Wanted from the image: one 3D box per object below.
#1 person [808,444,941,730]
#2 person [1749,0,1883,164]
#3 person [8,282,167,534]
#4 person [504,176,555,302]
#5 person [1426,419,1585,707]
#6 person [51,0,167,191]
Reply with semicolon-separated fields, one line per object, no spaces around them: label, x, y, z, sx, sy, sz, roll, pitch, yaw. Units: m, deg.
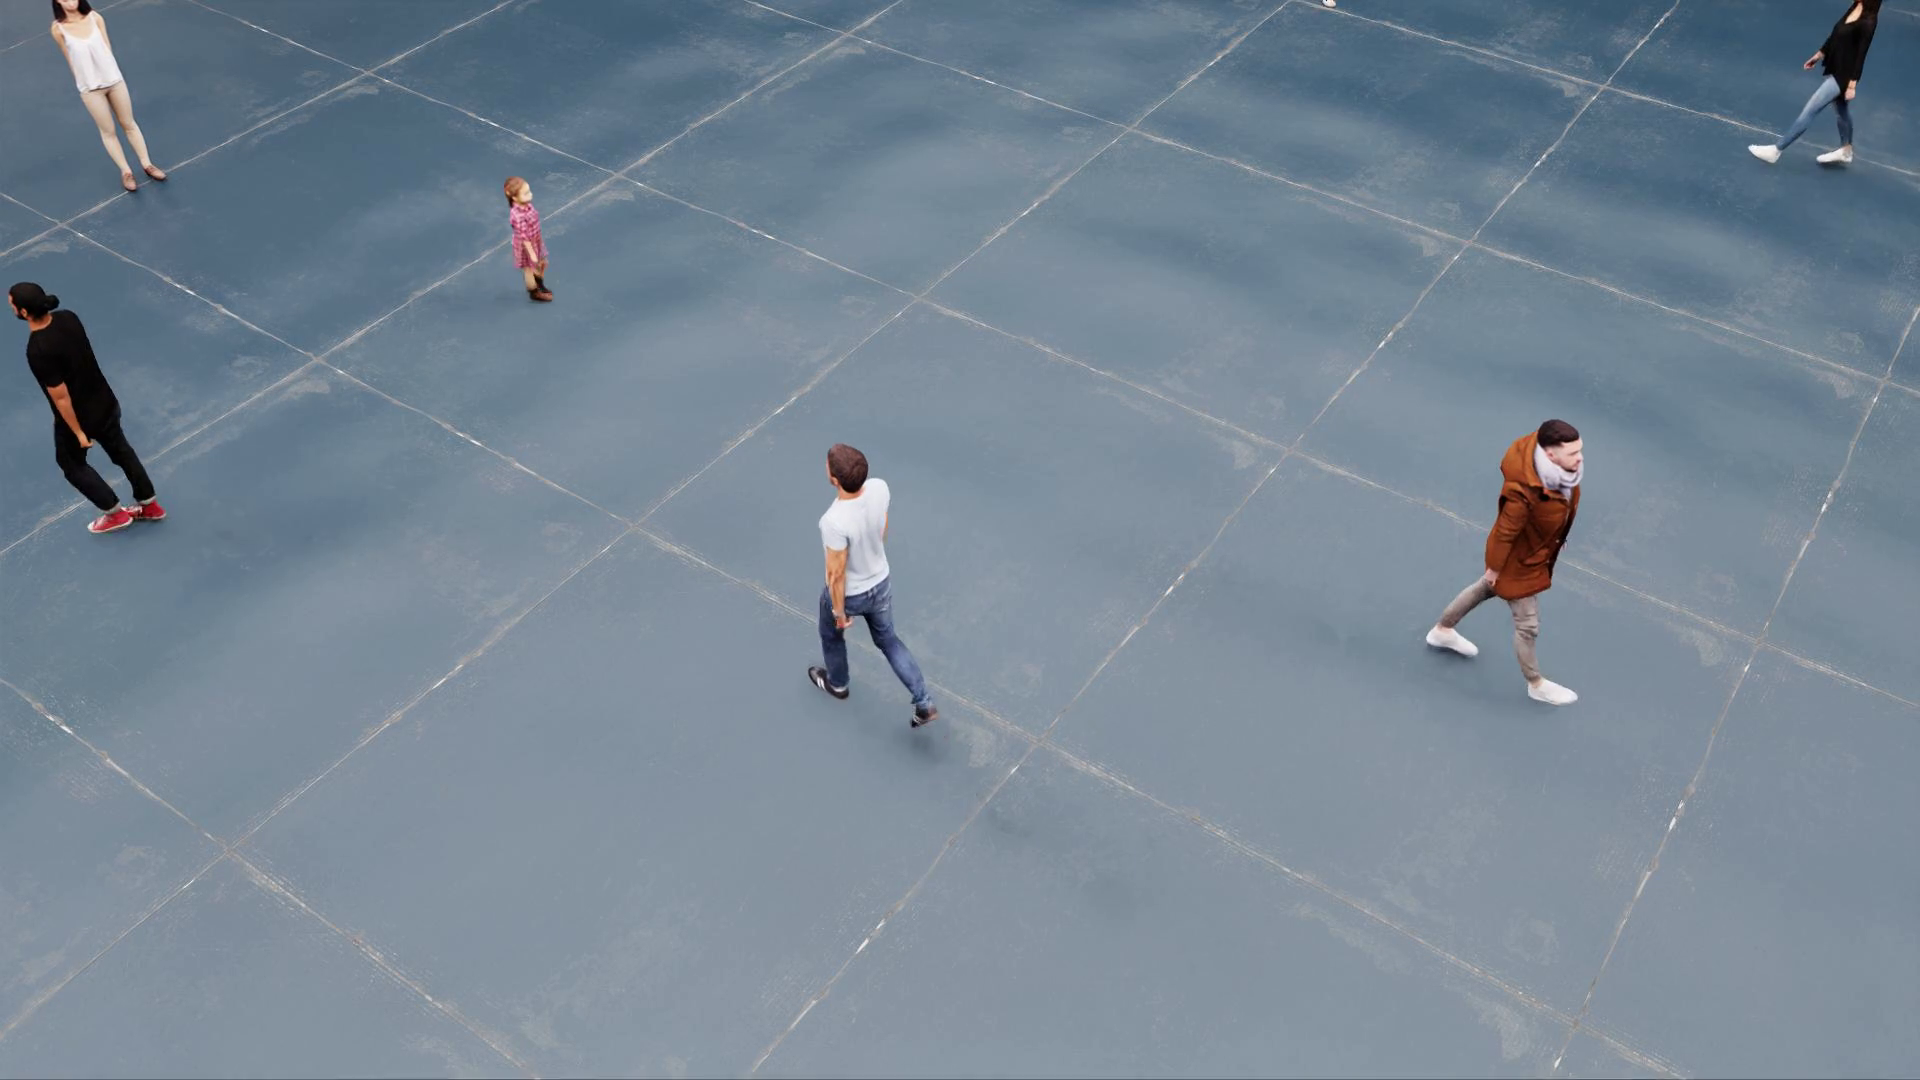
person;-0.448;0.278;8.573;1.161;1.838;0.757;34;53;31
person;6.922;-3.619;12.918;1.125;1.604;0.836;9;44;9
person;-5.055;-0.758;9.750;0.786;1.745;0.746;5;43;6
person;-3.093;-2.115;11.740;0.532;1.013;0.495;3;43;4
person;2.889;0.057;8.846;1.121;1.788;0.775;21;47;21
person;-6.617;-3.522;12.778;0.572;1.654;0.642;26;49;25
